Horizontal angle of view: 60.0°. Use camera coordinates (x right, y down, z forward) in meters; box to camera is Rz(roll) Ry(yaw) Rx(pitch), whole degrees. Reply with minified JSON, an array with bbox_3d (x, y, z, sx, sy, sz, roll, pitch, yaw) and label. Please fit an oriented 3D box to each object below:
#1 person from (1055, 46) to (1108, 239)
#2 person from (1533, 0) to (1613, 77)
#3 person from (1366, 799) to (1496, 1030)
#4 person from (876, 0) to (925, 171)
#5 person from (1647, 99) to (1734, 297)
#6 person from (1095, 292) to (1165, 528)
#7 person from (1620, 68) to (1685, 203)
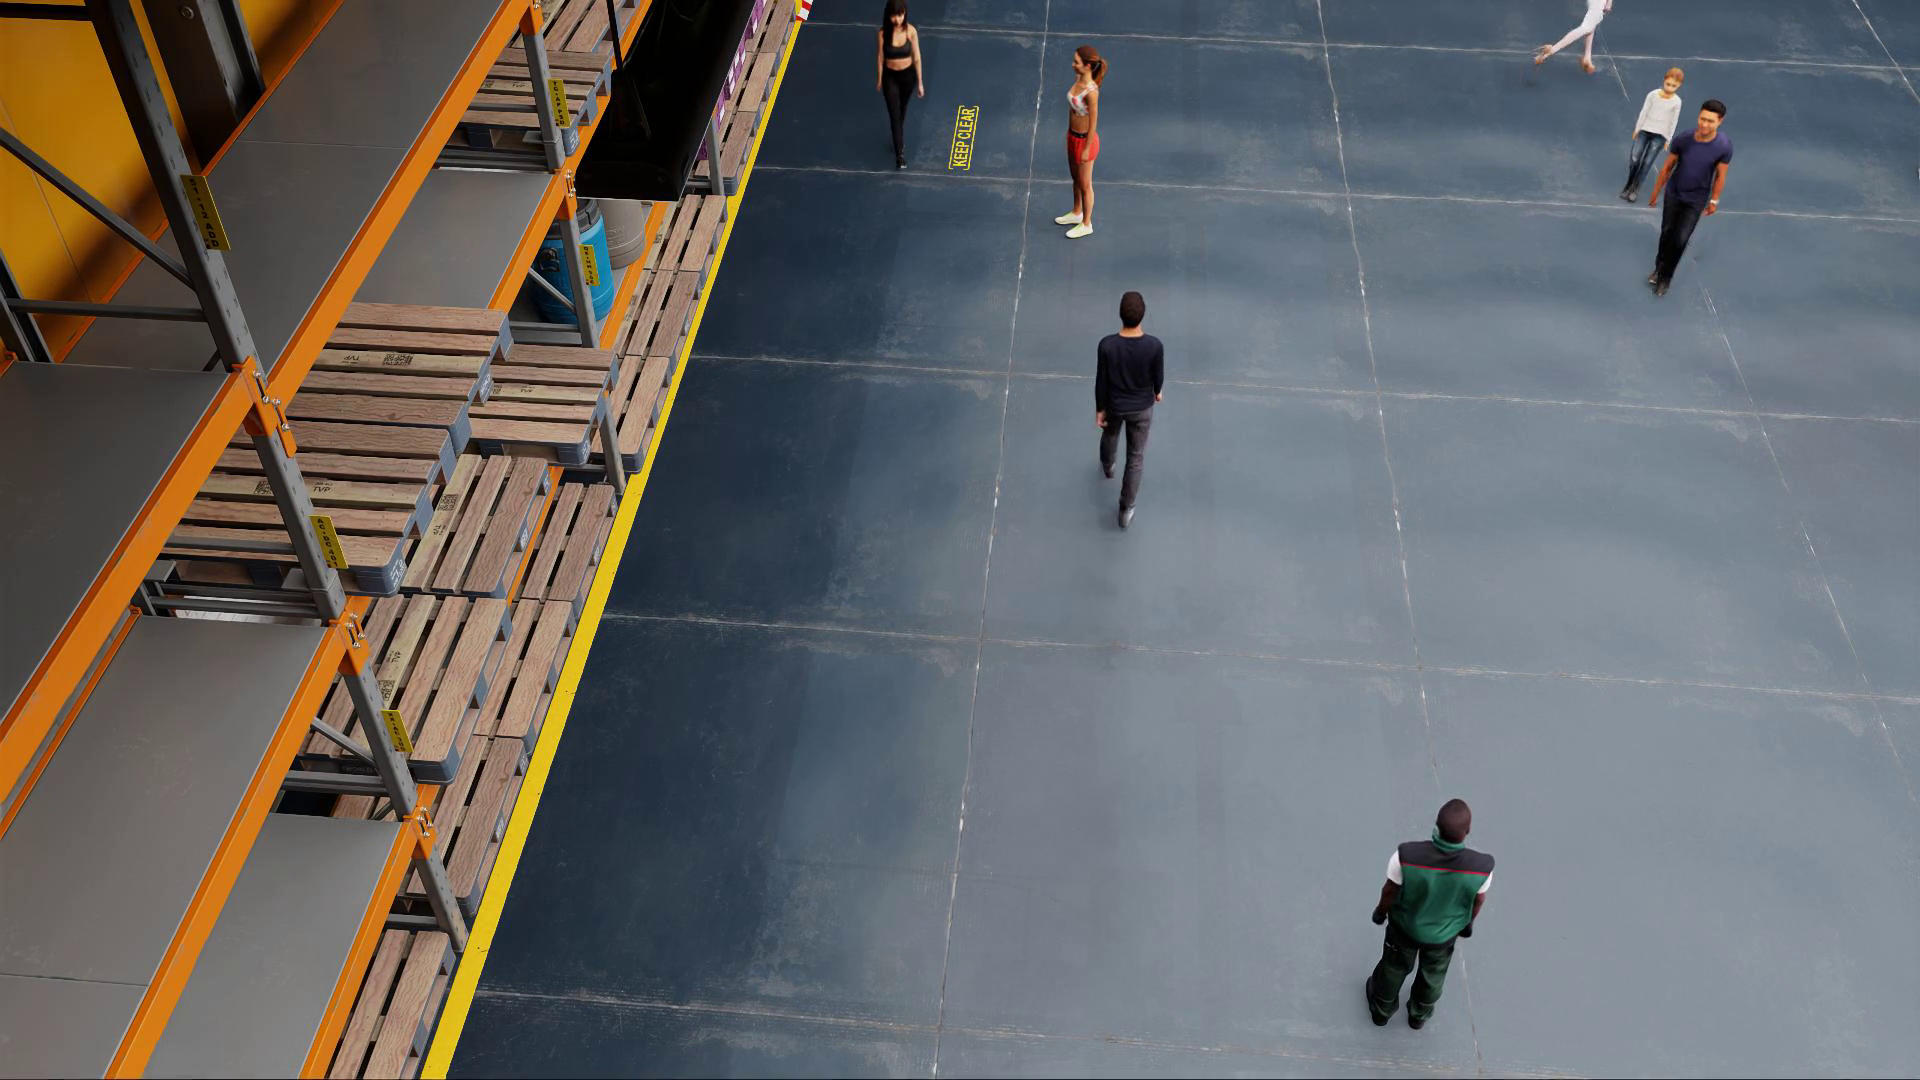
[{"bbox_3d":[1.081,-3.507,14.628,0.714,1.791,0.612,-12,45,-12],"label":"person"},{"bbox_3d":[6.279,-5.437,16.668,0.898,1.772,1.040,-13,45,-13],"label":"person"},{"bbox_3d":[2.467,2.009,8.803,0.697,1.839,0.618,7,44,7],"label":"person"},{"bbox_3d":[-0.580,-4.374,15.674,0.760,1.604,1.111,-6,44,-6],"label":"person"},{"bbox_3d":[6.166,-2.940,14.043,0.821,1.777,0.862,28,50,26],"label":"person"},{"bbox_3d":[1.217,-0.899,11.860,0.670,1.833,1.083,5,44,5],"label":"person"},{"bbox_3d":[6.353,-3.733,15.214,0.573,1.311,0.607,22,48,21],"label":"person"}]
